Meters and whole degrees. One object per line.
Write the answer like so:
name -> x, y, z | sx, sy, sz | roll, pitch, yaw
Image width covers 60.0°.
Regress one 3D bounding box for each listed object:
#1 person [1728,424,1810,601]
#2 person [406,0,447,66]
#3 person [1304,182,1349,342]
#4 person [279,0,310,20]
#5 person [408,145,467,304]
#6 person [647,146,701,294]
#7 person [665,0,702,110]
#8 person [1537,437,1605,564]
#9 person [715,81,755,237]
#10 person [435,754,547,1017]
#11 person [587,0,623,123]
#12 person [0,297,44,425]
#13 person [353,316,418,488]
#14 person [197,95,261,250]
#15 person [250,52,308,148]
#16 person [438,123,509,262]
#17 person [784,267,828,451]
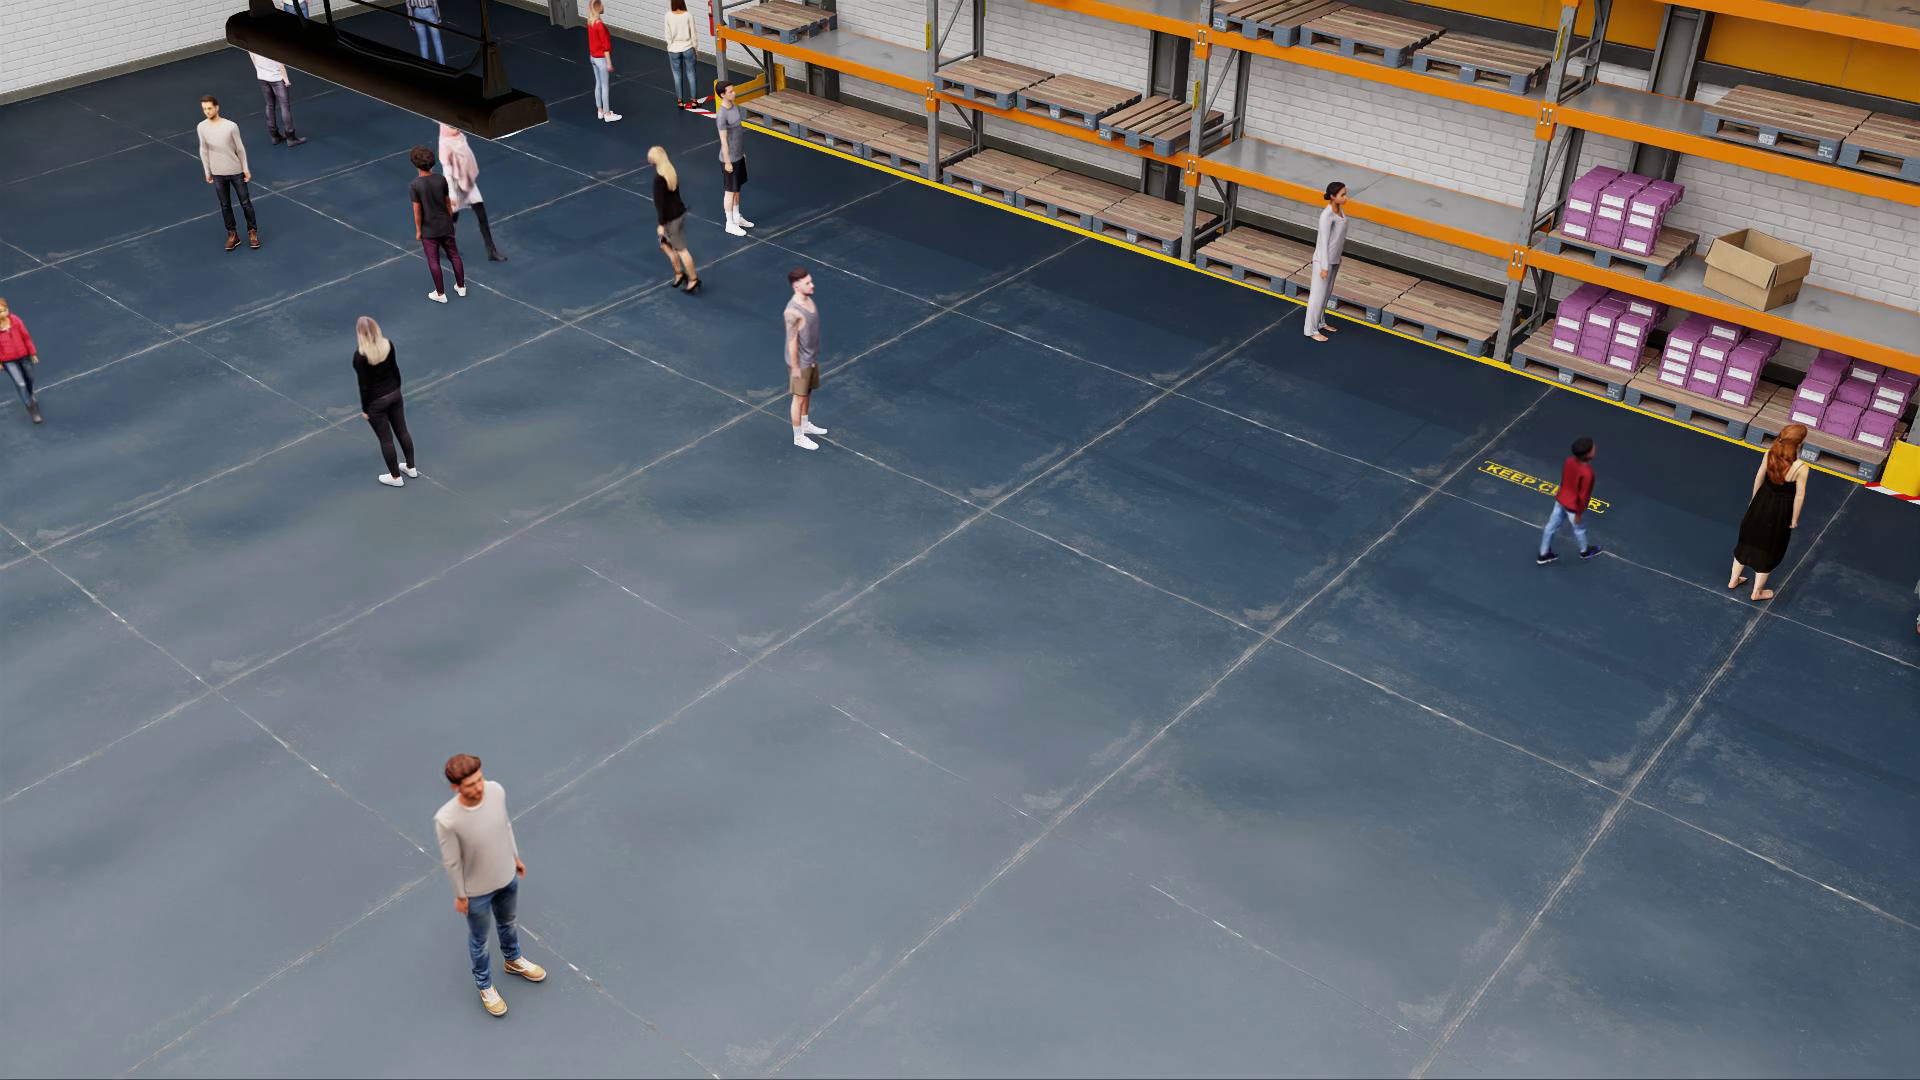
person -> 6.727, -0.252, 13.797 | 0.702, 1.624, 0.587 | -20, 39, -27
person -> -8.028, -7.804, 25.004 | 0.692, 1.796, 0.731 | -6, 34, -8
person -> 3.939, -3.020, 17.860 | 0.591, 1.737, 0.663 | 18, 38, 25
person -> -10.387, -8.388, 25.977 | 0.672, 1.691, 0.636 | -21, 39, -29
person -> -5.871, -3.537, 18.597 | 0.644, 1.781, 0.573 | -28, 43, -35
person -> -3.152, -3.556, 18.600 | 0.831, 1.810, 0.774 | 4, 34, 6
person -> -4.009, -7.064, 23.992 | 0.672, 1.682, 0.759 | 2, 34, 3
person -> 5.178, -0.309, 14.234 | 0.800, 1.234, 0.822 | -12, 35, -17
person -> -2.787, -4.669, 20.219 | 0.711, 1.871, 0.734 | 8, 35, 12
person -> -2.887, 2.036, 10.102 | 0.589, 1.904, 0.659 | 22, 39, 29
person -> -5.102, -6.811, 23.592 | 0.718, 1.704, 0.521 | -23, 40, -30
person -> -9.365, -1.822, 16.458 | 0.574, 1.294, 0.892 | -28, 43, -35
person -> -5.298, -1.277, 15.283 | 0.561, 1.686, 0.639 | 20, 38, 27
person -> -8.718, -4.388, 19.800 | 0.747, 1.866, 0.784 | -6, 34, -9
person -> -9.416, -6.320, 22.740 | 0.609, 1.830, 0.782 | 14, 36, 20
person -> -5.924, -4.085, 19.445 | 1.286, 1.756, 0.896 | 13, 36, 18
person -> -1.502, -1.764, 15.935 | 0.717, 1.846, 0.710 | 9, 35, 13
